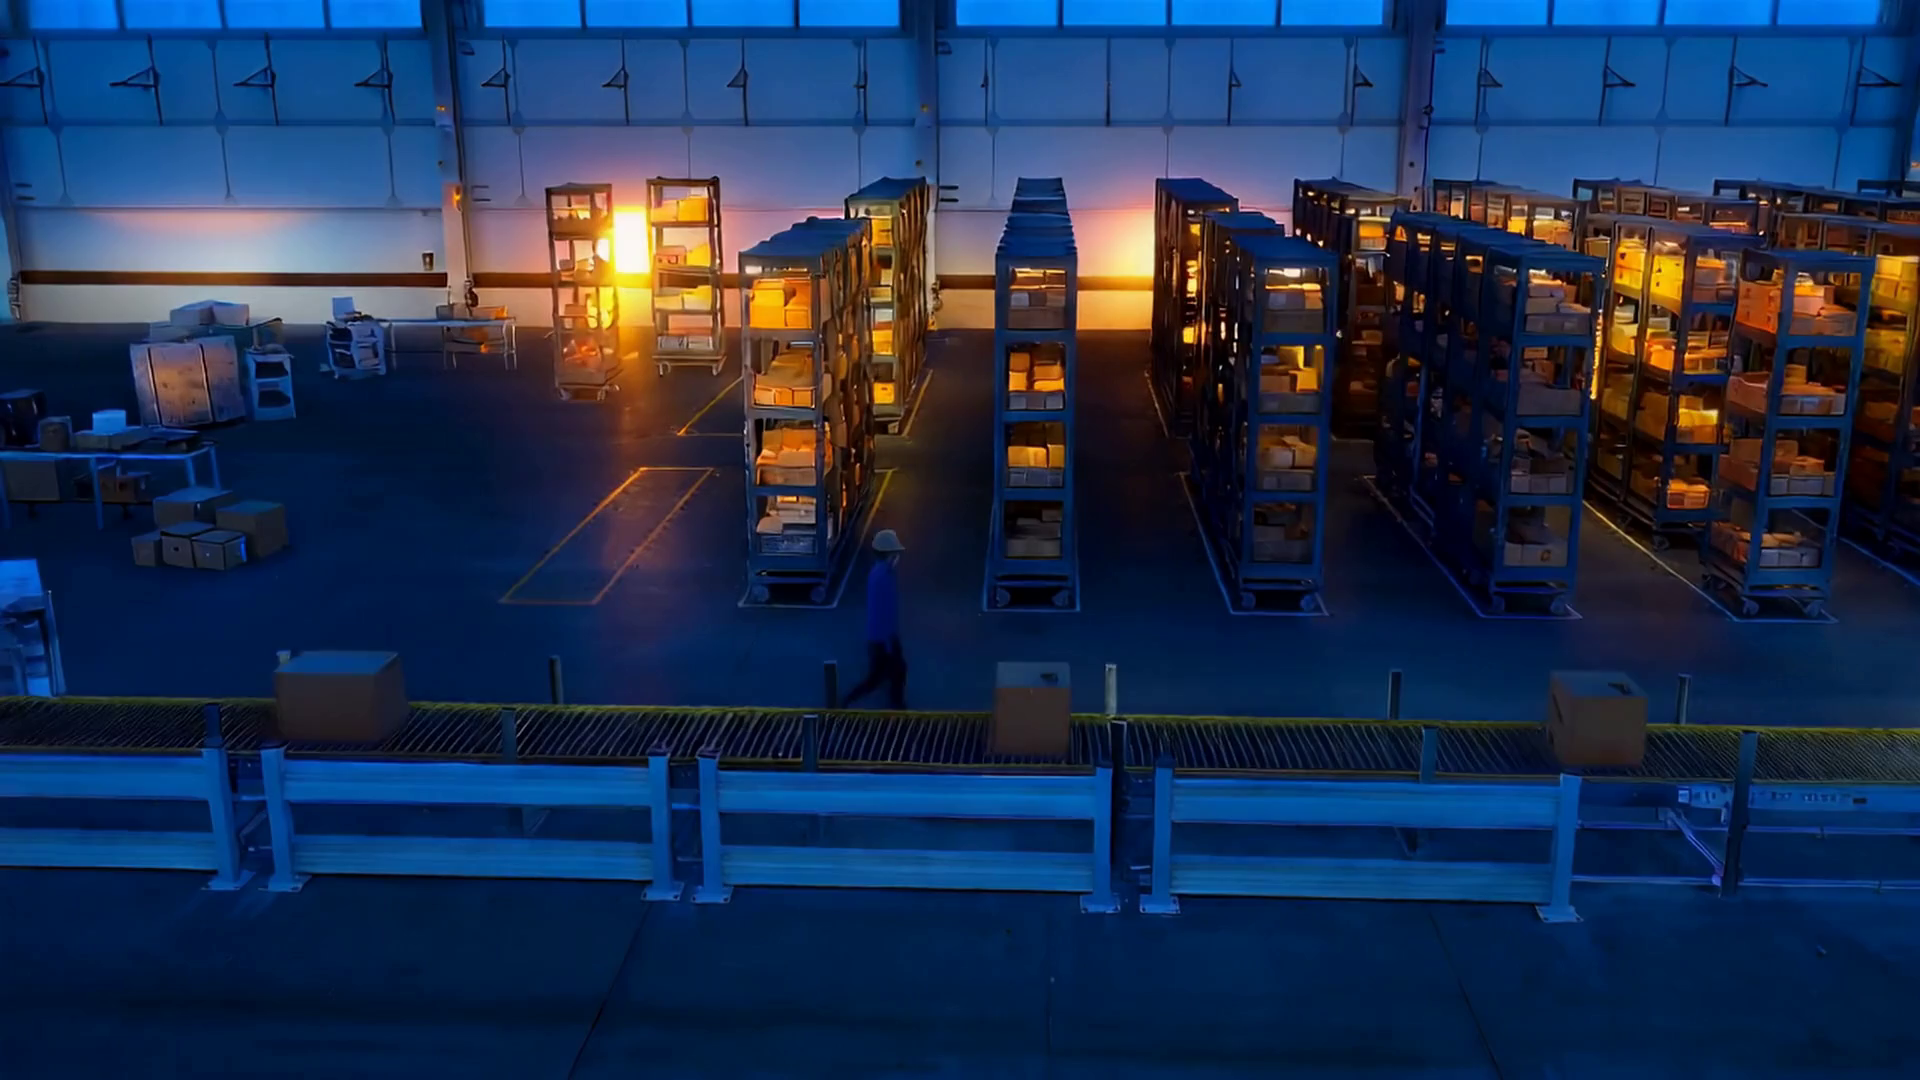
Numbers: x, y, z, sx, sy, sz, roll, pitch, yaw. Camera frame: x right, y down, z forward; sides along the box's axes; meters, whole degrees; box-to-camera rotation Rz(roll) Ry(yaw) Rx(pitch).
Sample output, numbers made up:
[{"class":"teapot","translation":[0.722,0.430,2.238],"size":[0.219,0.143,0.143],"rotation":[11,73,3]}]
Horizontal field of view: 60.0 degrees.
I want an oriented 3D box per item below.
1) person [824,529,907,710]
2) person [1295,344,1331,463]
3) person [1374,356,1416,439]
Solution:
[{"class":"person","translation":[-0.695,0.751,13.446],"size":[0.743,1.738,0.523],"rotation":[2,15,6]},{"class":"person","translation":[4.896,-2.006,23.235],"size":[0.717,1.978,0.622],"rotation":[-3,15,-9]},{"class":"person","translation":[6.388,-2.105,23.941],"size":[0.656,1.804,0.610],"rotation":[6,16,21]}]
